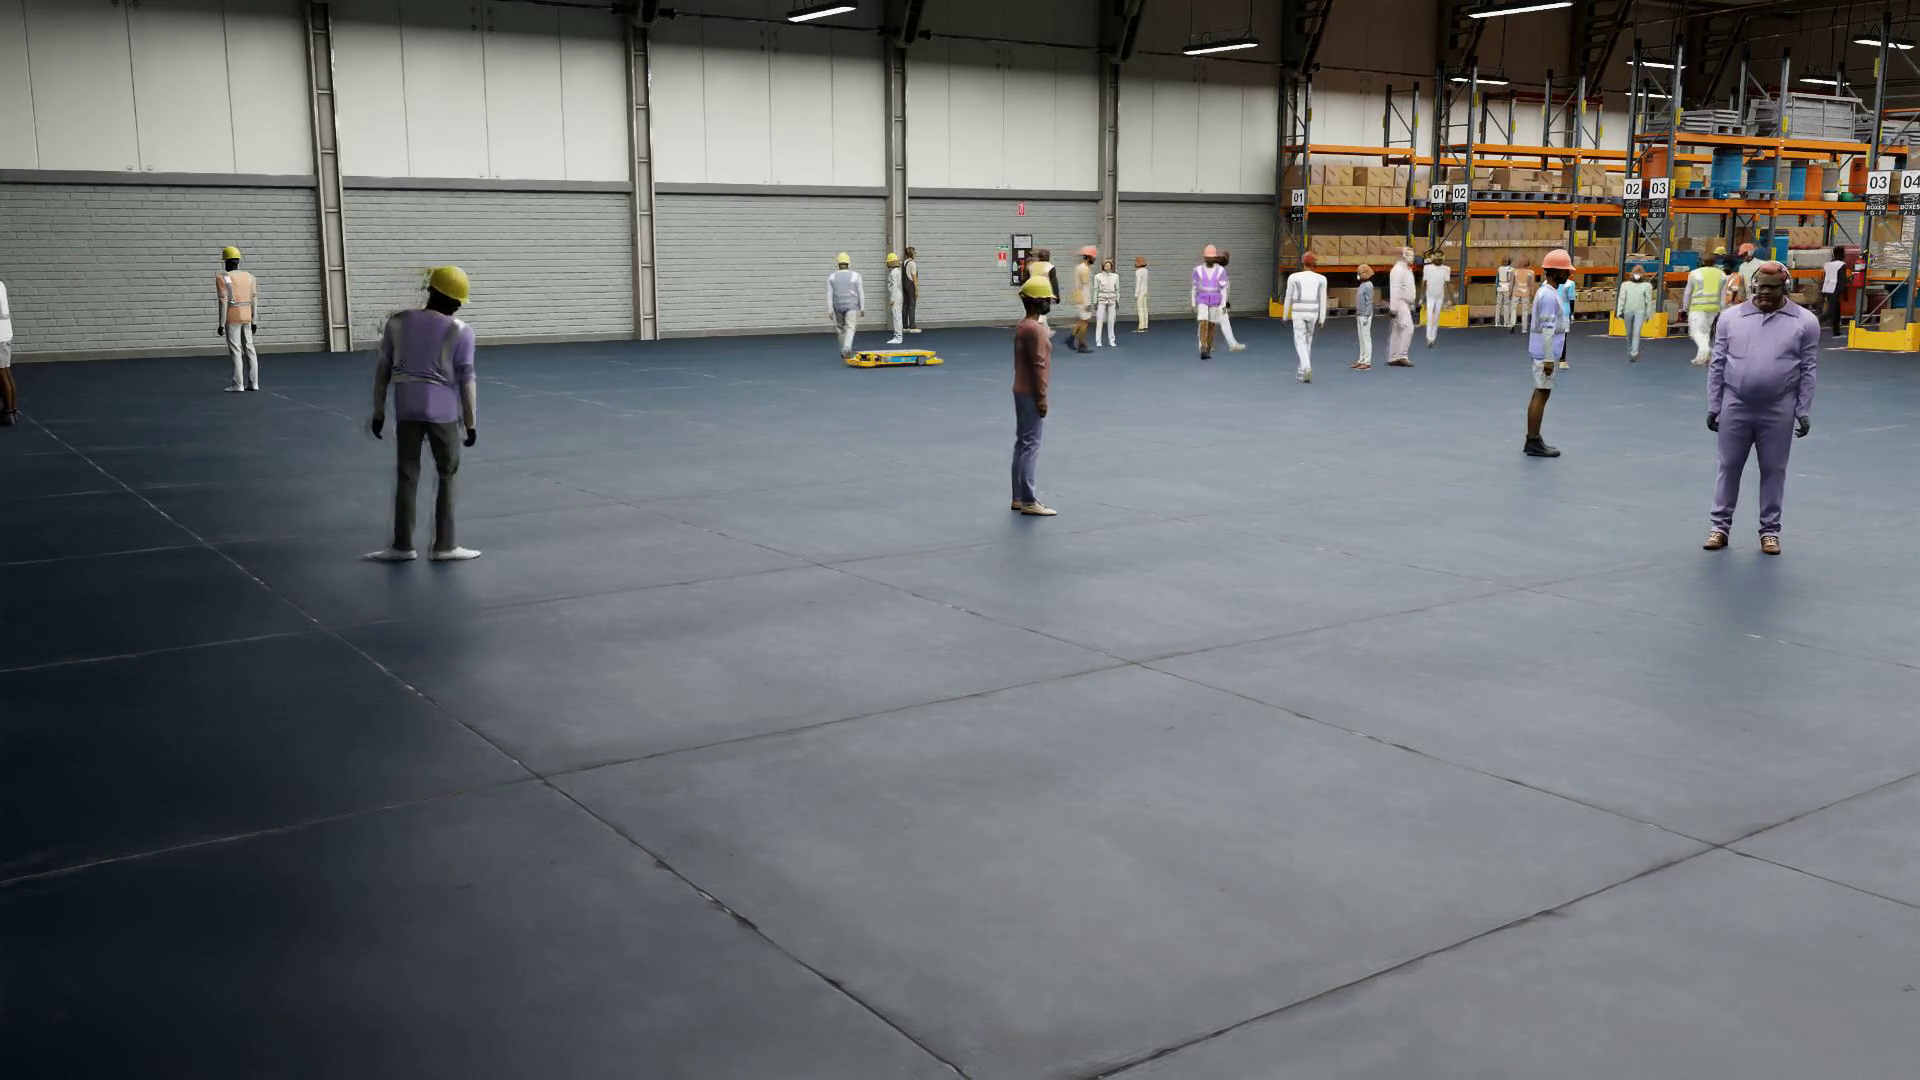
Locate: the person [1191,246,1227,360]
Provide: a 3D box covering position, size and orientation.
[{"bbox_3d":[4.181,-3.958,27.852,0.574,1.891,0.949,1,10,3],"label":"person"}]

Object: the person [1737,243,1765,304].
[{"bbox_3d":[14.488,-4.436,30.367,0.653,1.936,0.638,-3,11,-17],"label":"person"}]

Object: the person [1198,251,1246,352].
[{"bbox_3d":[4.714,-4.271,29.829,0.900,1.798,0.639,0,10,1],"label":"person"}]

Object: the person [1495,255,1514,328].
[{"bbox_3d":[12.380,-5.639,37.772,0.311,1.638,0.522,-6,12,-31],"label":"person"}]

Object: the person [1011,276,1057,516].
[{"bbox_3d":[0.559,-1.068,12.370,0.319,1.766,0.534,-2,11,-12],"label":"person"}]

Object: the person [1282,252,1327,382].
[{"bbox_3d":[4.931,-3.172,23.680,0.580,1.855,0.904,-1,10,-7],"label":"person"}]

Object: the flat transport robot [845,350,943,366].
[{"bbox_3d":[-1.052,-2.926,26.653,1.431,0.197,0.652,-6,12,-28],"label":"flat transport robot"}]

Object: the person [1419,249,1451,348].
[{"bbox_3d":[8.808,-4.456,30.760,0.559,1.824,0.963,1,10,8],"label":"person"}]

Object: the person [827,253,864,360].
[{"bbox_3d":[-1.910,-3.875,27.671,0.590,1.802,0.841,2,10,9],"label":"person"}]

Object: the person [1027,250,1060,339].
[{"bbox_3d":[1.700,-4.857,33.062,0.651,1.791,0.955,8,13,39],"label":"person"}]

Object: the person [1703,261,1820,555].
[{"bbox_3d":[5.206,-0.857,10.844,0.639,1.902,0.407,6,12,28],"label":"person"}]

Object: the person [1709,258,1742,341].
[{"bbox_3d":[14.040,-4.344,30.601,0.860,1.651,0.539,-5,12,-26],"label":"person"}]

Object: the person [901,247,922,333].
[{"bbox_3d":[-1.066,-5.376,35.765,0.345,1.846,0.508,-8,13,-37],"label":"person"}]

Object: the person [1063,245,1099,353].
[{"bbox_3d":[2.182,-4.235,29.351,0.539,1.902,0.552,0,10,2],"label":"person"}]

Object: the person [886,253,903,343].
[{"bbox_3d":[-1.285,-4.685,32.281,0.311,1.735,0.483,1,10,7],"label":"person"}]

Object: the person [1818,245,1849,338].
[{"bbox_3d":[17.621,-5.009,33.649,0.856,1.891,0.593,0,10,-2],"label":"person"}]

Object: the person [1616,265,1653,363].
[{"bbox_3d":[11.155,-3.741,27.497,0.500,1.592,0.854,7,12,33],"label":"person"}]

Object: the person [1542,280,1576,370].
[{"bbox_3d":[9.279,-3.492,25.839,0.540,1.697,0.318,7,13,35],"label":"person"}]

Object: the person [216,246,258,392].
[{"bbox_3d":[-9.615,-2.925,22.103,0.370,1.925,0.594,5,12,27],"label":"person"}]

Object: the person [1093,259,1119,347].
[{"bbox_3d":[2.746,-4.446,31.253,0.513,1.635,0.311,-3,11,-17],"label":"person"}]

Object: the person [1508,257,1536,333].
[{"bbox_3d":[11.992,-5.216,35.476,0.557,1.630,0.395,5,12,26],"label":"person"}]

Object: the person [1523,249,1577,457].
[{"bbox_3d":[5.552,-1.753,15.652,0.375,1.935,0.551,3,11,15],"label":"person"}]

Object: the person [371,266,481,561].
[{"bbox_3d":[-3.428,-0.791,10.573,0.744,1.876,0.384,1,10,3],"label":"person"}]

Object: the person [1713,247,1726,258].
[{"bbox_3d":[17.412,-5.823,38.264,0.404,1.828,0.592,-7,12,-32],"label":"person"}]

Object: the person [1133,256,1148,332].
[{"bbox_3d":[3.932,-5.342,36.159,0.271,1.632,0.503,6,12,31],"label":"person"}]

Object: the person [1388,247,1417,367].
[{"bbox_3d":[7.118,-3.699,26.447,0.634,1.885,0.672,6,12,29],"label":"person"}]

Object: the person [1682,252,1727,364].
[{"bbox_3d":[11.942,-3.695,26.632,0.627,1.820,0.710,-1,10,-6],"label":"person"}]

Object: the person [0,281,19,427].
[{"bbox_3d":[-10.517,-2.195,18.073,0.379,1.938,0.547,-3,11,-16],"label":"person"}]

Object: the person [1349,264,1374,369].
[{"bbox_3d":[6.281,-3.470,25.899,0.285,1.633,0.498,0,10,-2],"label":"person"}]
